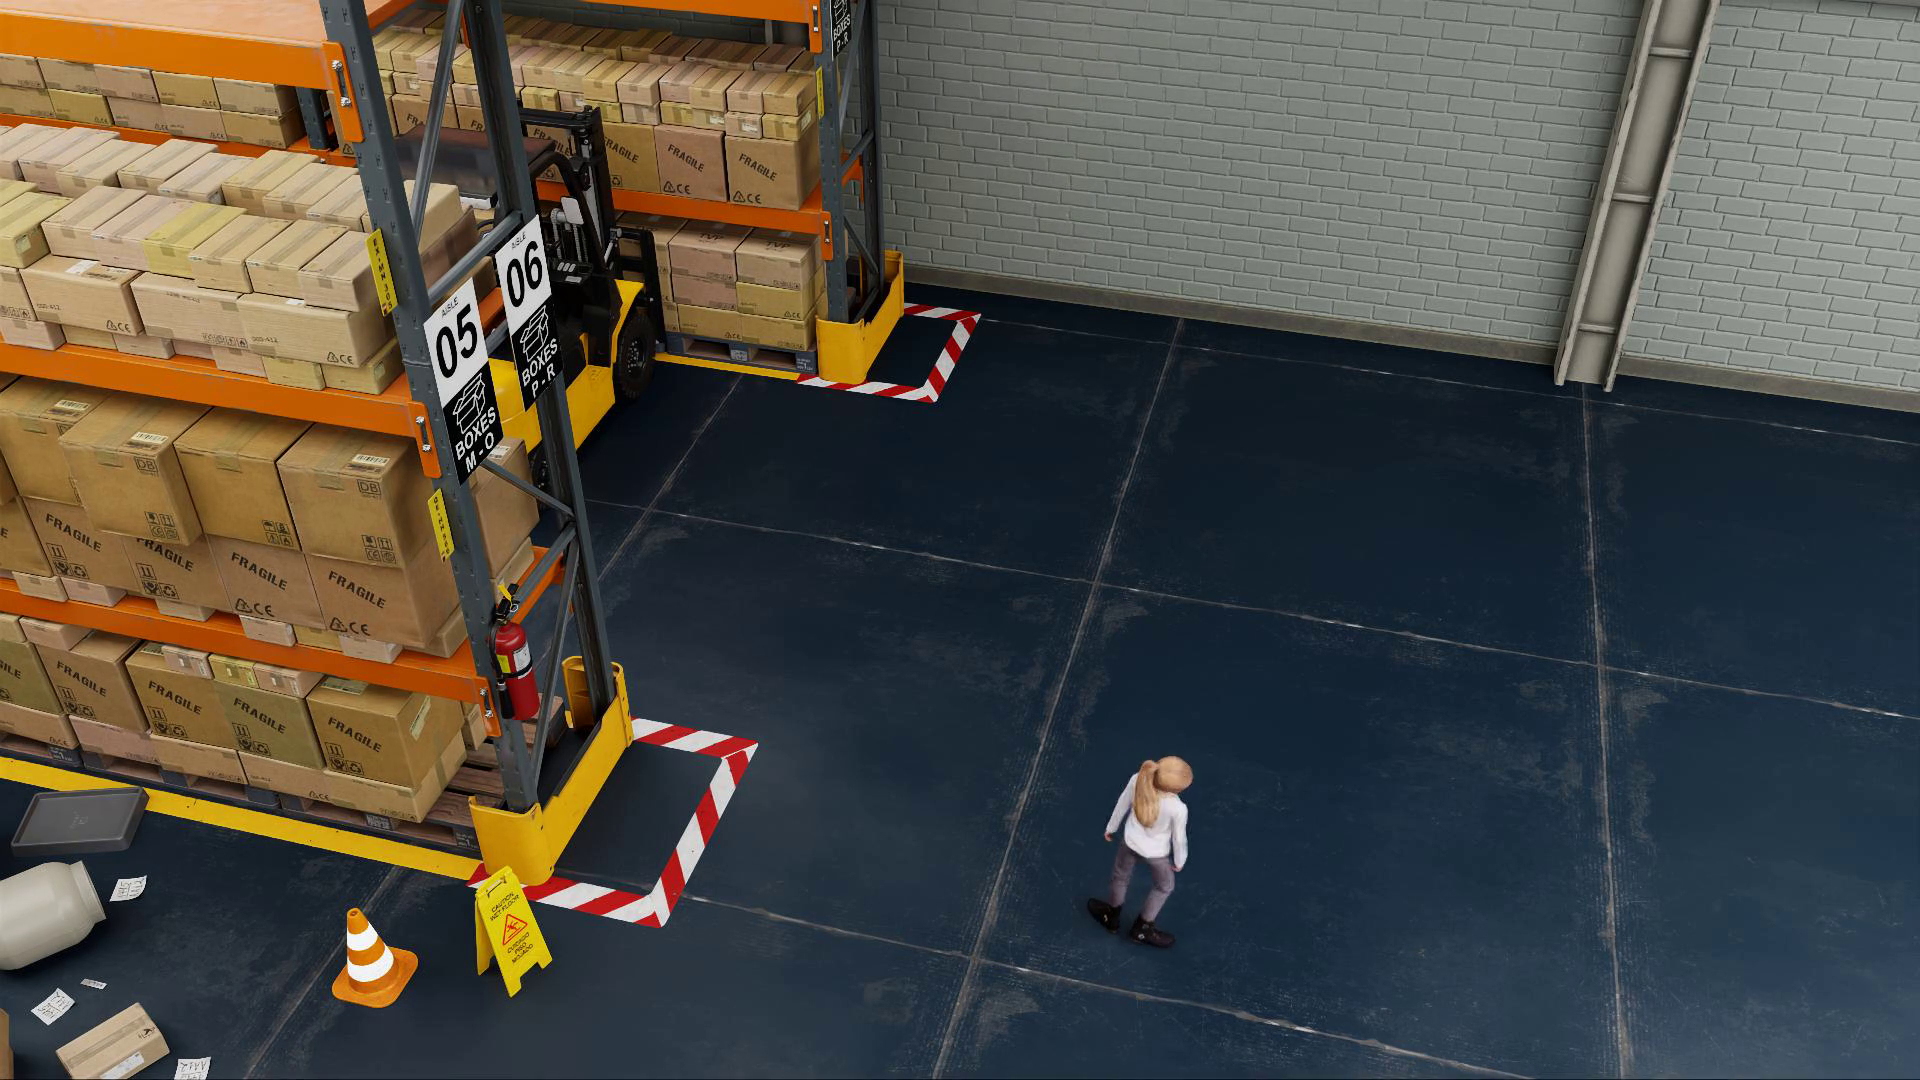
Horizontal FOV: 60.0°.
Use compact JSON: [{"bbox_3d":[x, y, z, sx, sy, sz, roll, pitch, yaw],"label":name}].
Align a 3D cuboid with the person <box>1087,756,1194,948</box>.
[{"bbox_3d":[0.841,1.423,7.777,0.600,1.253,0.766,19,41,24],"label":"person"}]
